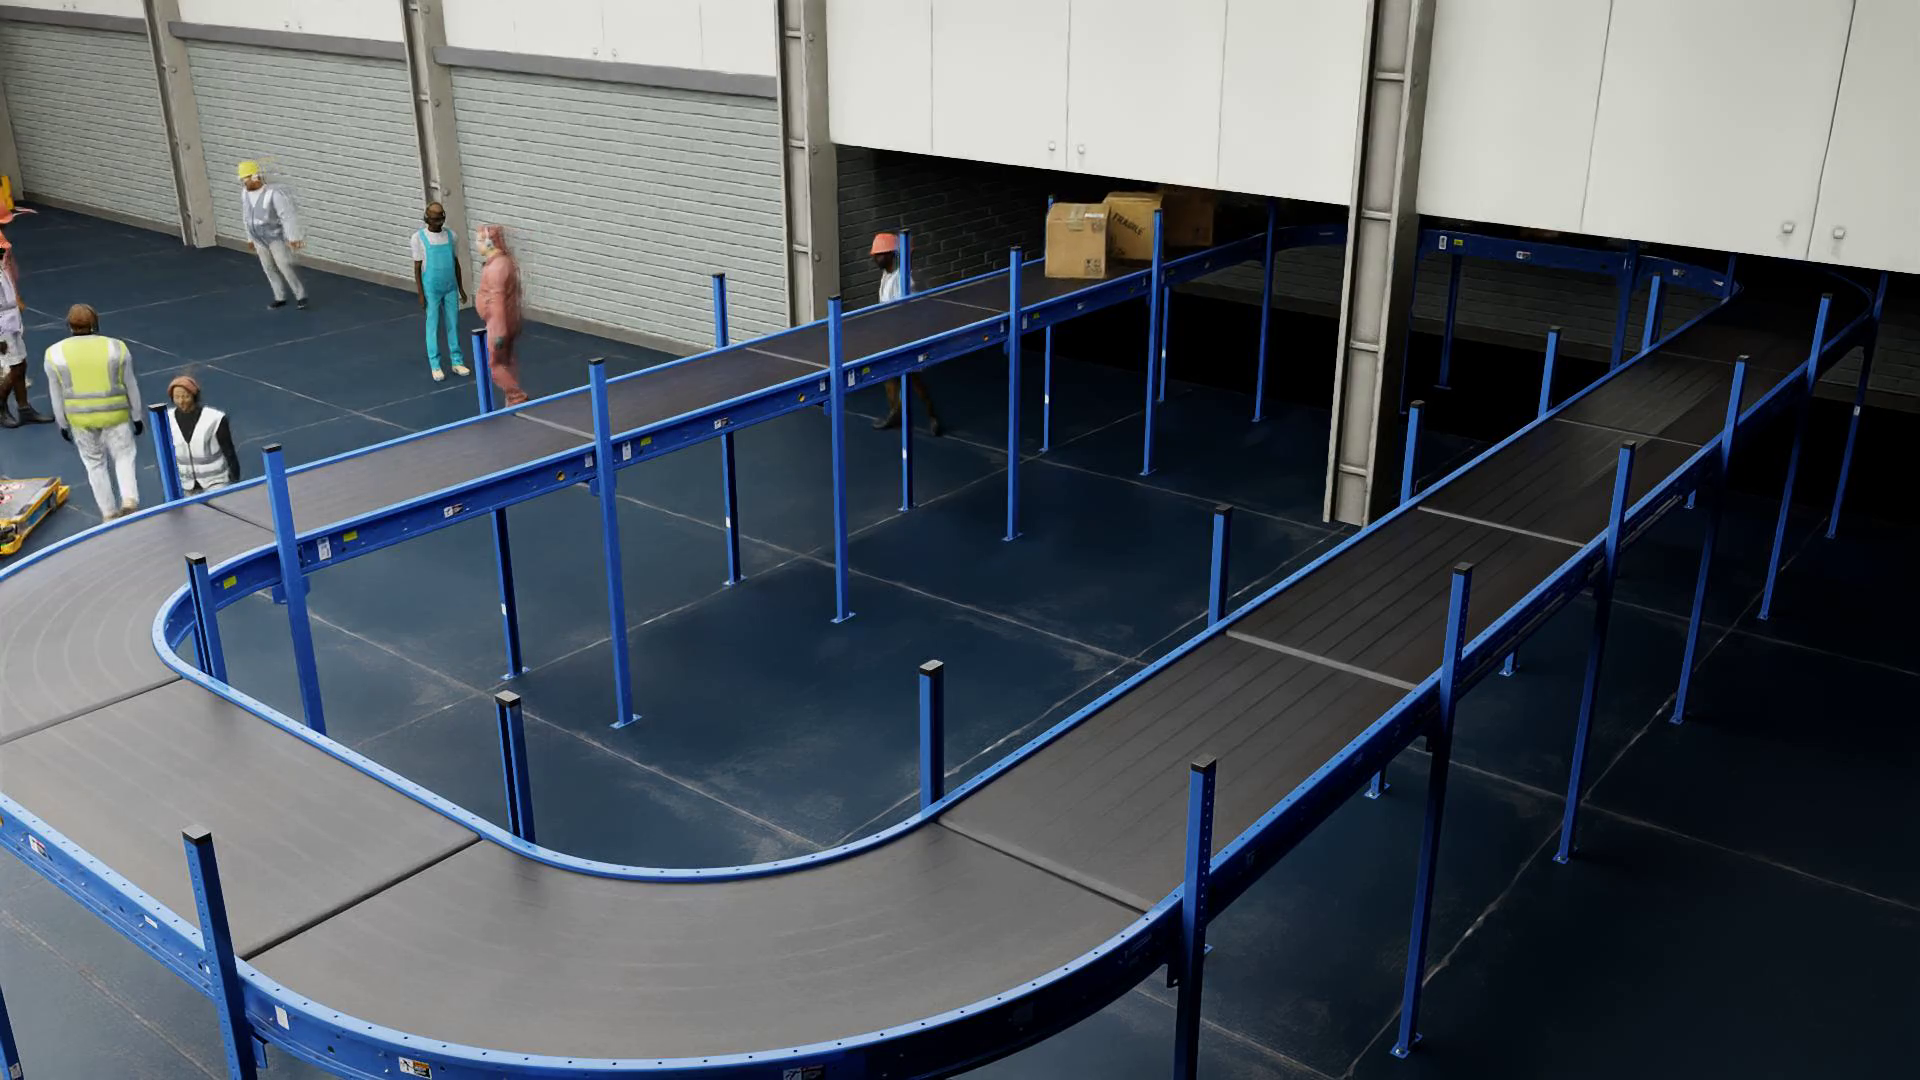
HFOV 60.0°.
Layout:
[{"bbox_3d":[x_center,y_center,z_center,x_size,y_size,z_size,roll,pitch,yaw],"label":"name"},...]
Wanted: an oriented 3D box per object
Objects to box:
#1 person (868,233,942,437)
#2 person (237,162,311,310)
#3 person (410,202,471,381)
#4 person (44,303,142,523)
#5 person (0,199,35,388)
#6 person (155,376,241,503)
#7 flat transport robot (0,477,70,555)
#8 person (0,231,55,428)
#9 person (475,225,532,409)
[{"bbox_3d":[-0.495,-1.906,15.466,0.673,1.899,0.609,-8,23,-19],"label":"person"},{"bbox_3d":[-8.311,-3.647,20.009,0.659,1.792,0.456,8,23,19],"label":"person"},{"bbox_3d":[-5.379,-2.587,17.252,0.505,1.840,0.346,-18,28,-38],"label":"person"},{"bbox_3d":[-6.799,-0.957,13.140,0.628,1.828,0.514,-10,23,-23],"label":"person"},{"bbox_3d":[-9.807,-2.557,17.050,0.388,1.949,0.773,-16,27,-35],"label":"person"},{"bbox_3d":[-5.523,-0.439,12.124,0.536,1.598,0.862,-2,22,-4],"label":"person"},{"bbox_3d":[-7.714,-0.210,13.320,0.652,0.197,1.431,-4,22,-10],"label":"flat transport robot"},{"bbox_3d":[-8.982,-1.982,15.603,0.517,1.927,0.552,-5,22,-13],"label":"person"},{"bbox_3d":[-4.403,-2.048,15.813,0.435,1.891,0.673,-4,22,-9],"label":"person"}]
